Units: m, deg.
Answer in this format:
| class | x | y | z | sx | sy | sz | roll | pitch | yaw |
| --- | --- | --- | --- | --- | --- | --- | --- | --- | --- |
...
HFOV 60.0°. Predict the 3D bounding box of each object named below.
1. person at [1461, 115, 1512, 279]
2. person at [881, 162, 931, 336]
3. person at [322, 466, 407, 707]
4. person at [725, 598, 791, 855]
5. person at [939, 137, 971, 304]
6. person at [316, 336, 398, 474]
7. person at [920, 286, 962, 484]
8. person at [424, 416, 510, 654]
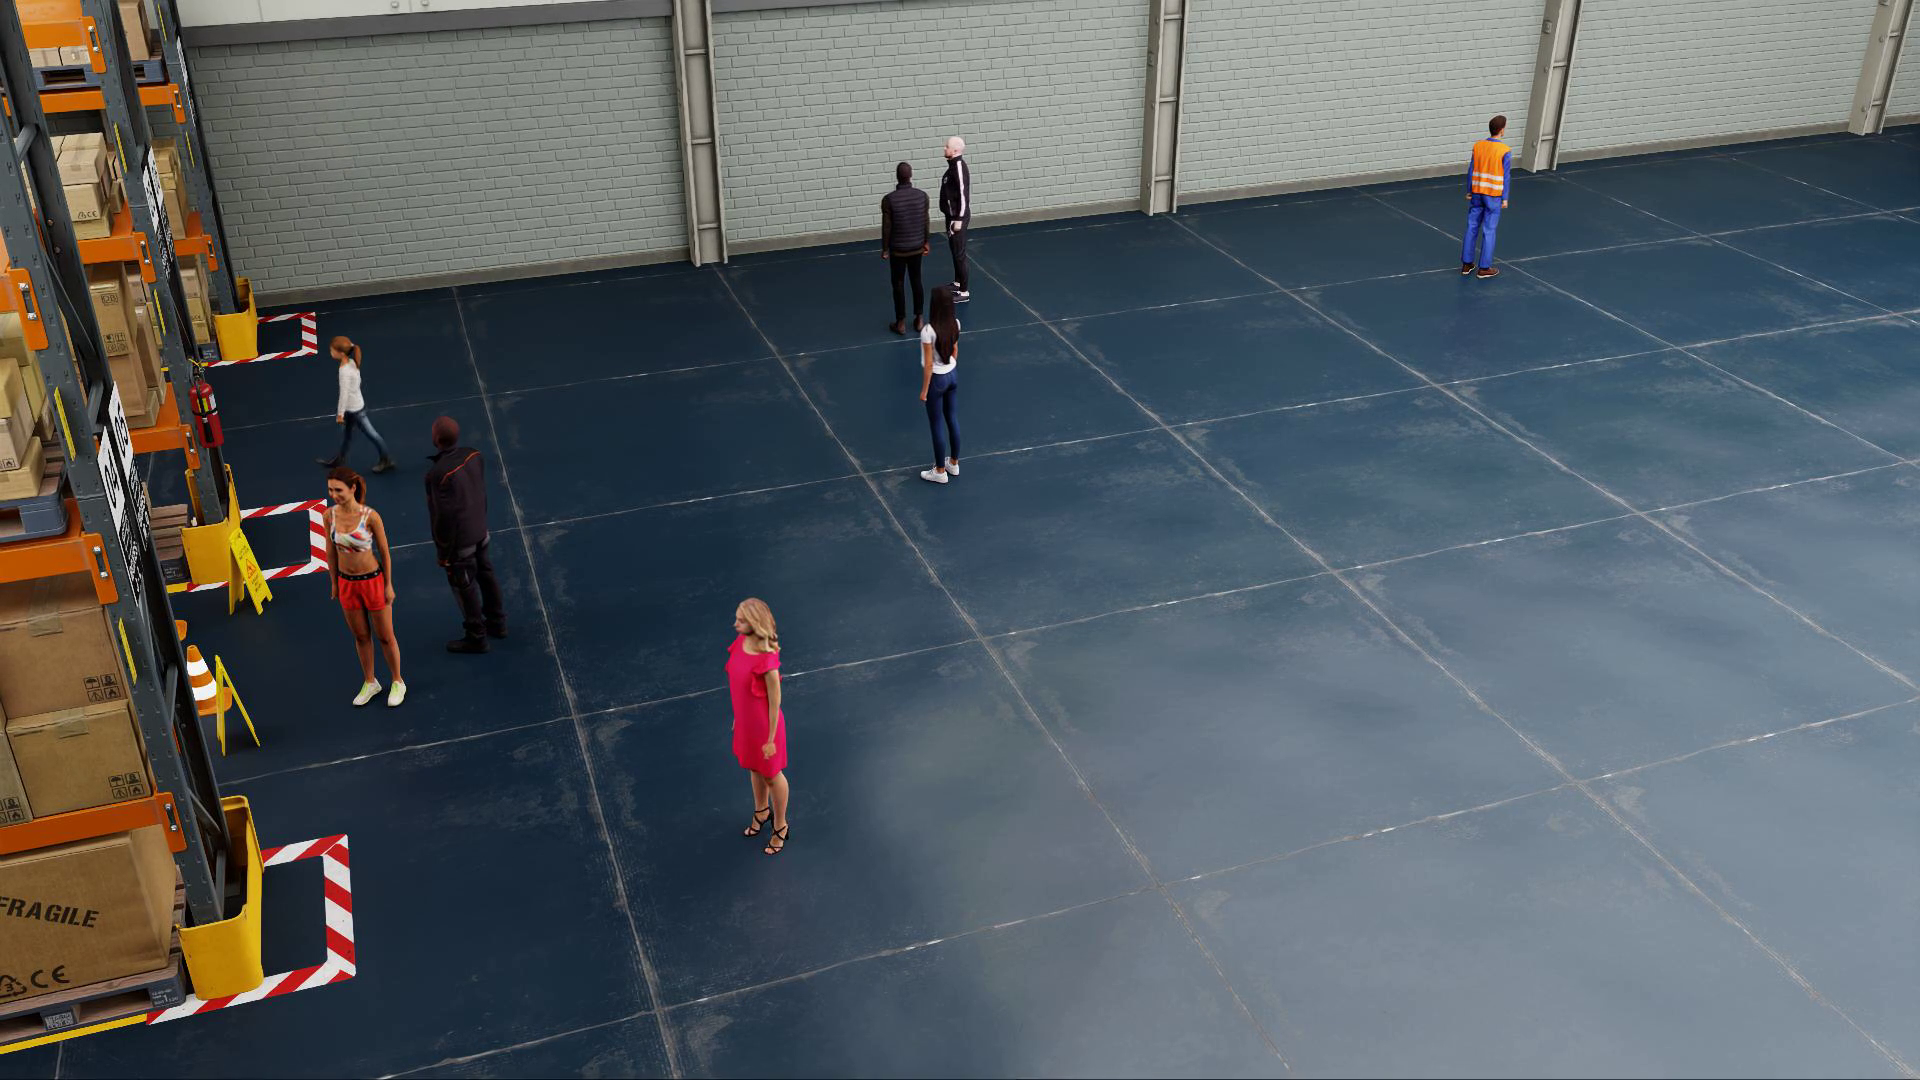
| class | x | y | z | sx | sy | sz | roll | pitch | yaw |
| --- | --- | --- | --- | --- | --- | --- | --- | --- | --- |
| person | 6.106 | -3.987 | 19.262 | 0.754 | 1.864 | 0.775 | -24 | 36 | -37 |
| person | -0.579 | -3.098 | 17.624 | 0.493 | 1.835 | 0.762 | -11 | 30 | -20 |
| person | -4.036 | 0.310 | 11.273 | 0.604 | 1.790 | 0.721 | 2 | 28 | 4 |
| person | -1.183 | 1.085 | 9.883 | 0.633 | 1.728 | 0.634 | -20 | 34 | -33 |
| person | -0.028 | -3.579 | 18.527 | 0.648 | 1.837 | 0.727 | -4 | 28 | -7 |
| person | -5.226 | -1.156 | 14.560 | 0.912 | 1.288 | 0.565 | -6 | 29 | -11 |
| person | -0.157 | -1.353 | 14.412 | 0.729 | 1.775 | 0.613 | 21 | 35 | 34 |
| person | -3.548 | -0.046 | 11.904 | 0.833 | 1.825 | 0.787 | 11 | 30 | 19 |
